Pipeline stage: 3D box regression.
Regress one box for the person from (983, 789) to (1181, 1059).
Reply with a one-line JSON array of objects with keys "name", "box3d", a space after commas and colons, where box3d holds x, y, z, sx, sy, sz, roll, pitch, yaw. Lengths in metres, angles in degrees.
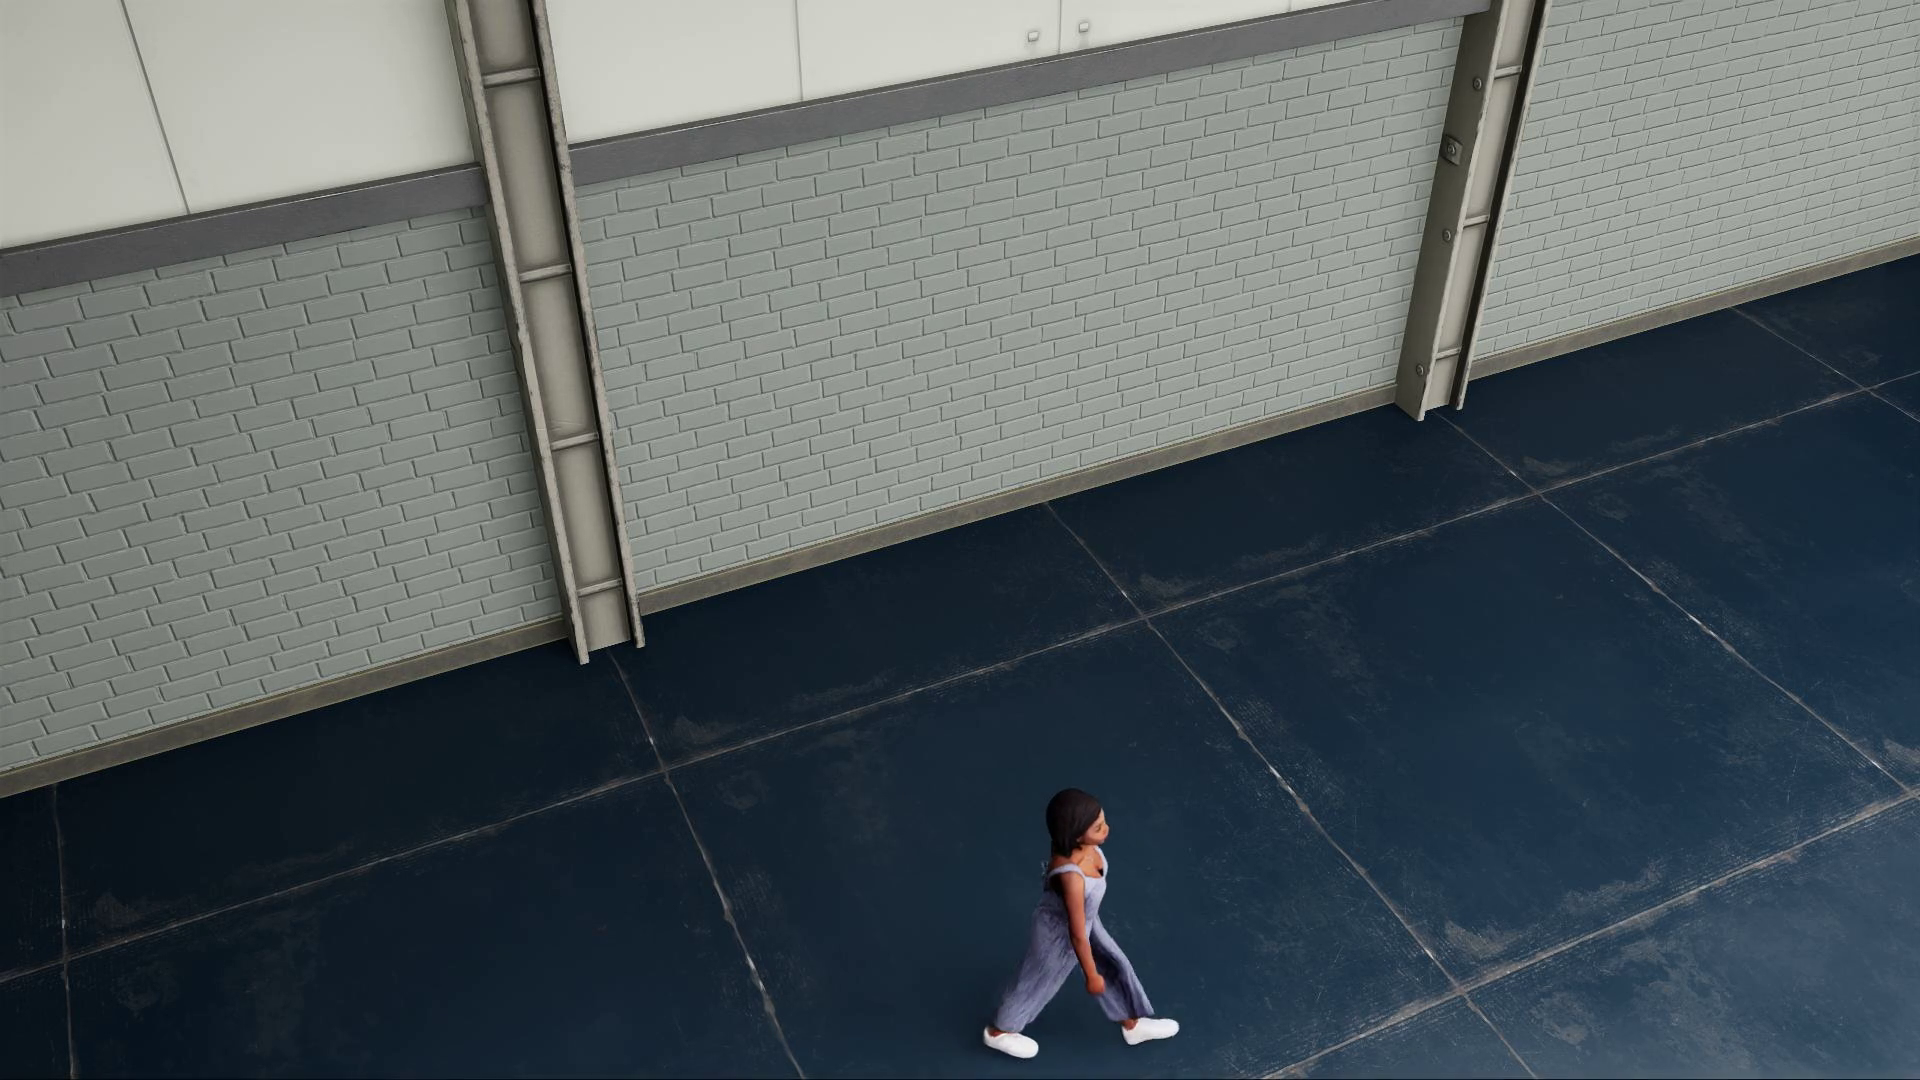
[{"name": "person", "box3d": [0.360, 1.685, 7.133, 1.159, 1.647, 1.009, 7, 39, 9]}]
